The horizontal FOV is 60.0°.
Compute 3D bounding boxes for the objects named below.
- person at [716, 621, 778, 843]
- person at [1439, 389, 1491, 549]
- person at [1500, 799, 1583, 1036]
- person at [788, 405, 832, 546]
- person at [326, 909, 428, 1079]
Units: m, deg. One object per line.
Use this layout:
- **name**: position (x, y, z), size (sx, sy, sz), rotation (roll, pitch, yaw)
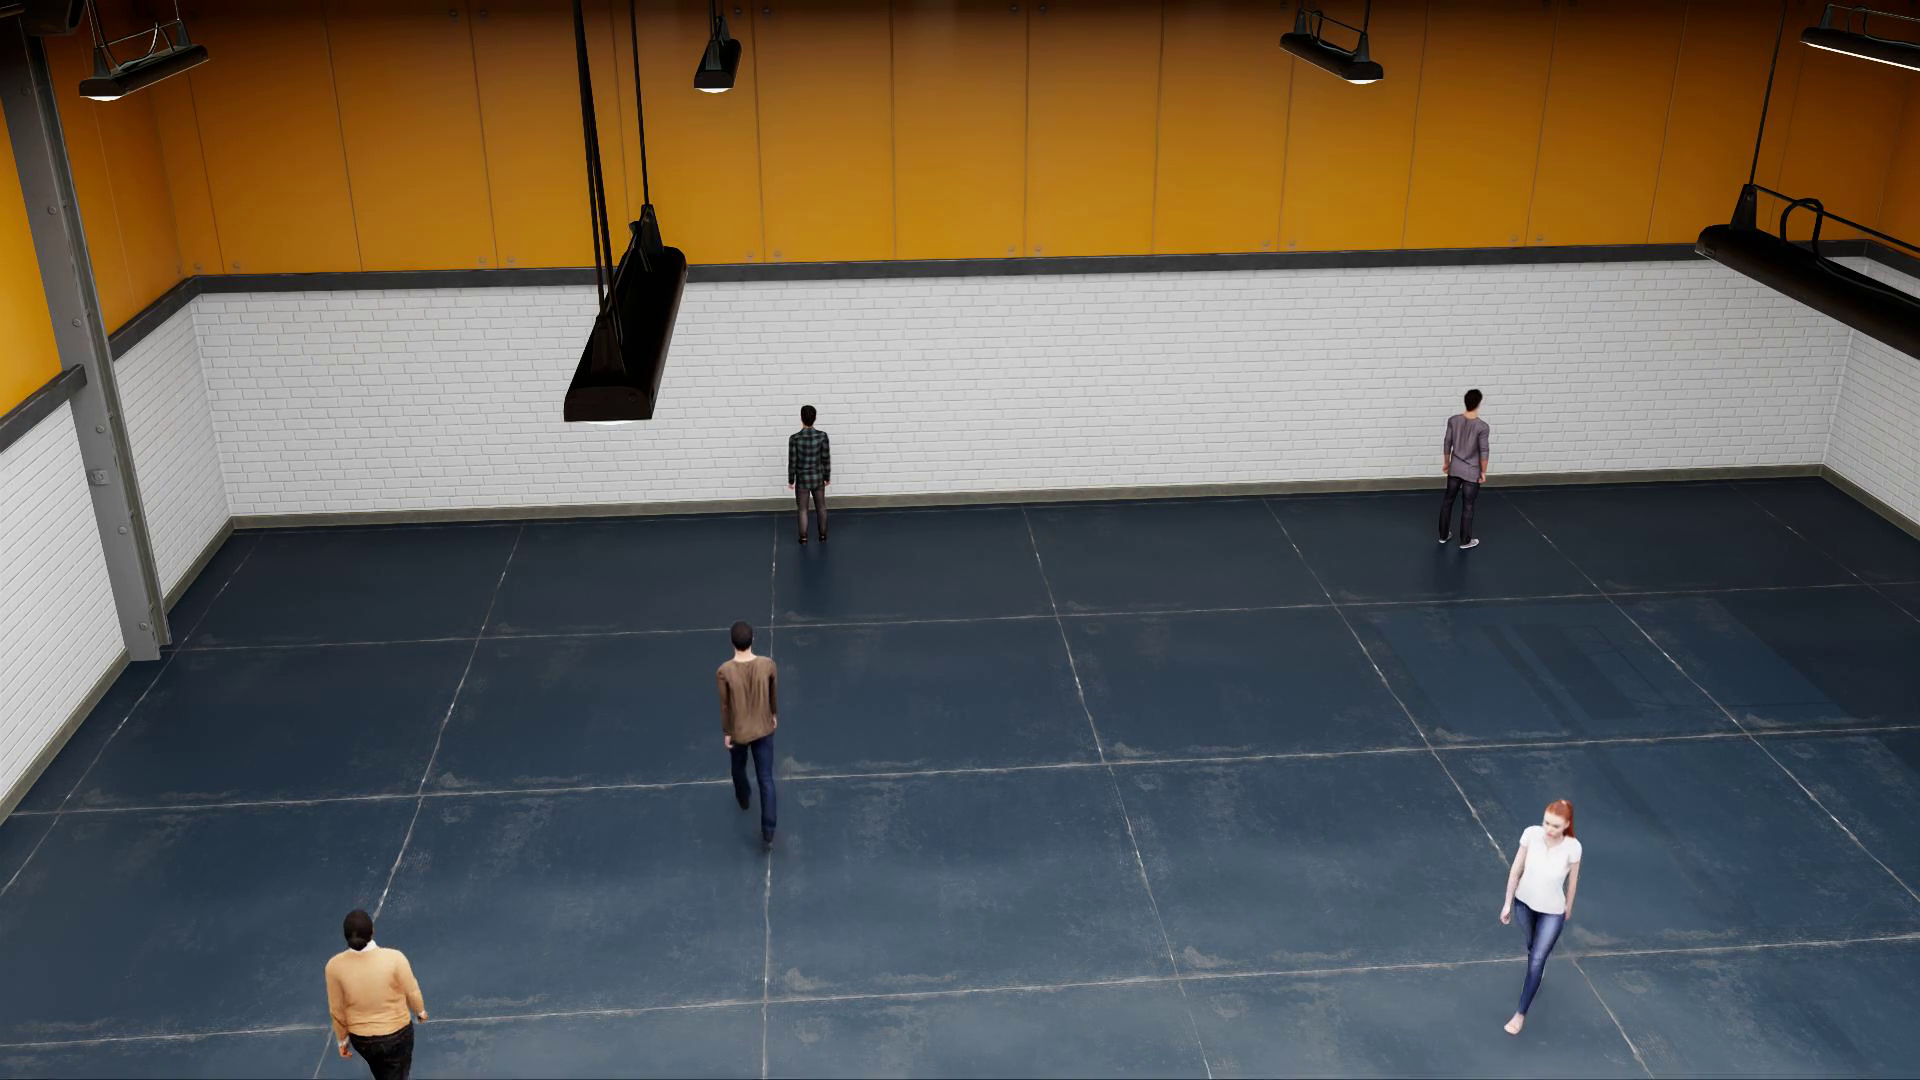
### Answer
- **person**: position (-1.677, 1.581, 13.490), size (0.789, 1.846, 1.226), rotation (-6, 24, -14)
- **person**: position (5.756, -0.823, 18.983), size (0.718, 1.851, 0.796), rotation (21, 31, 39)
- **person**: position (4.054, 2.516, 11.544), size (1.048, 1.691, 1.142), rotation (17, 29, 34)
- **person**: position (-1.736, -0.734, 19.096), size (0.725, 1.715, 0.605), rotation (-7, 25, -16)
- **person**: position (-3.565, 3.101, 10.197), size (0.695, 1.699, 1.176), rotation (-1, 24, -2)
